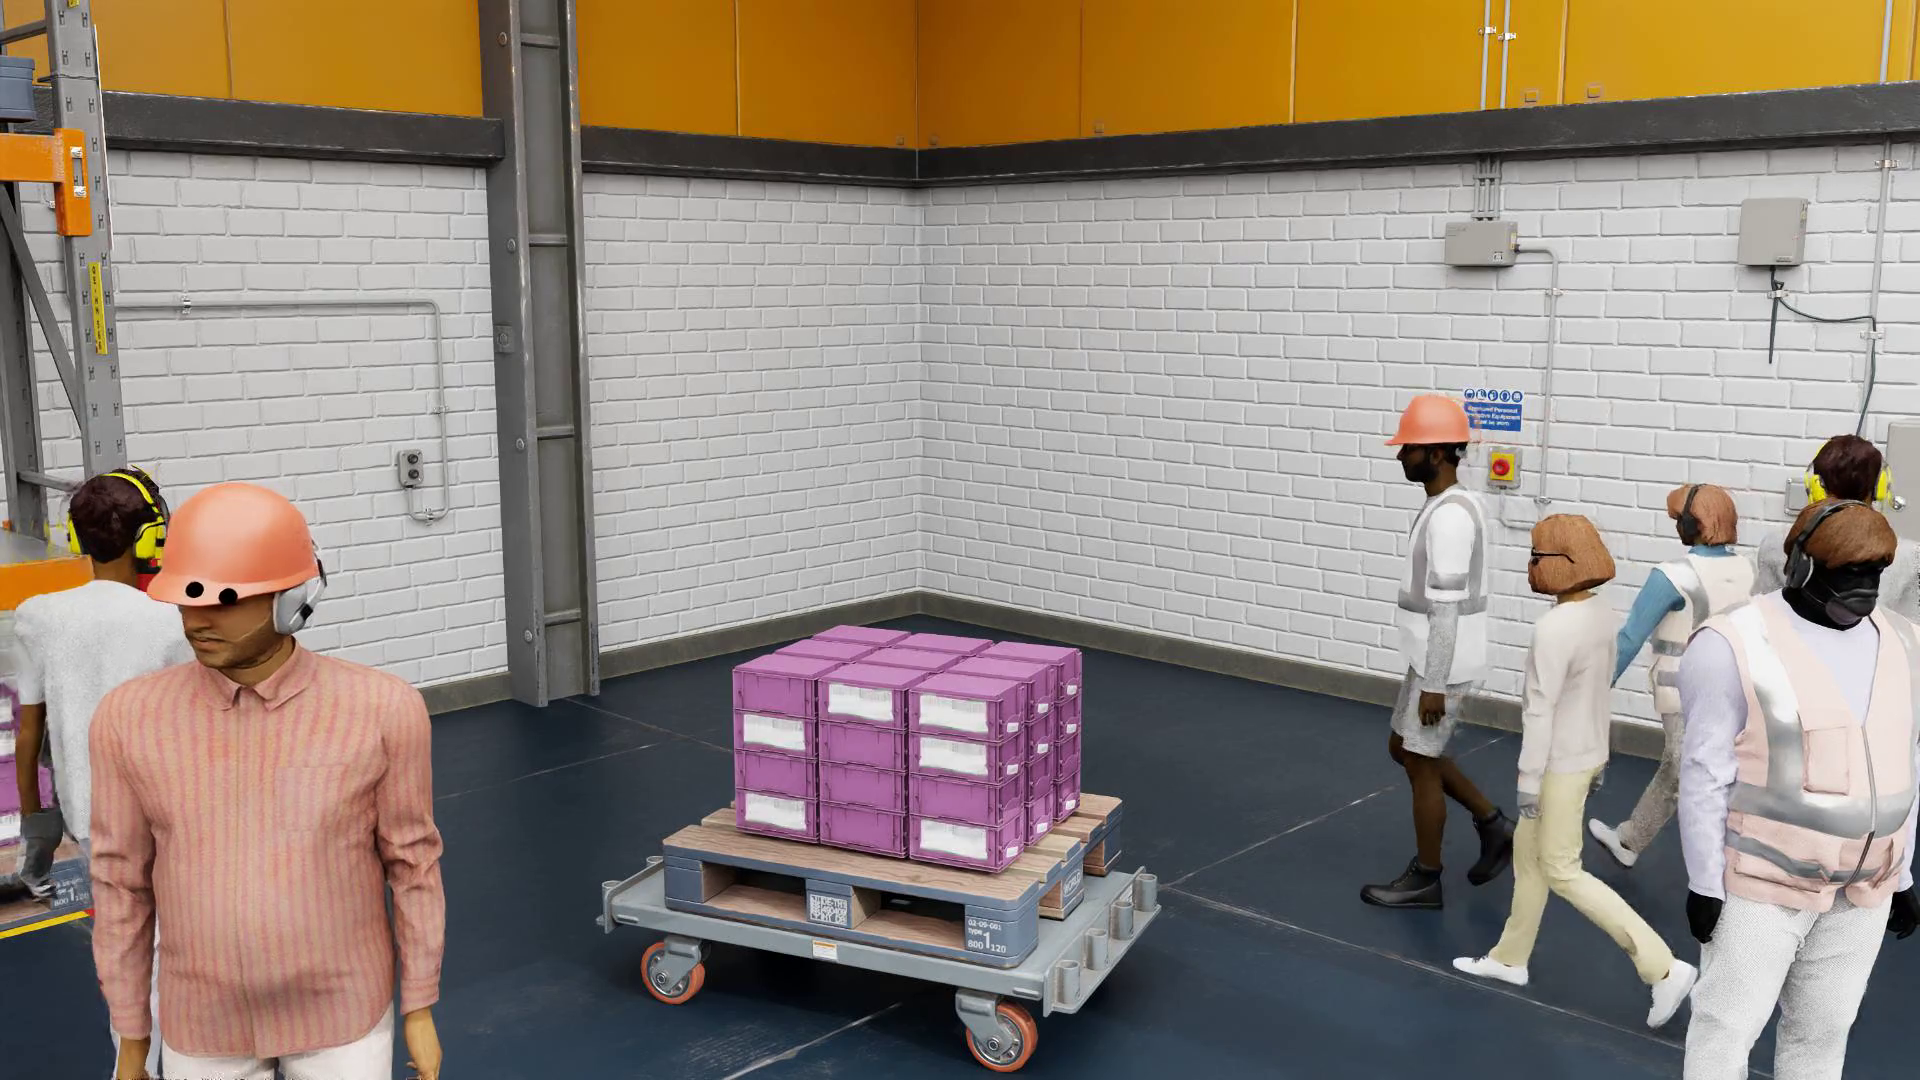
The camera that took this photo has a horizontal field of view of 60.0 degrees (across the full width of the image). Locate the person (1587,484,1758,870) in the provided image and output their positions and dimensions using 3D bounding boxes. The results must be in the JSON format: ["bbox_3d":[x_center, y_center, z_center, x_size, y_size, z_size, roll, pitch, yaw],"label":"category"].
[{"bbox_3d":[2.620,0.582,6.110,0.520,1.587,0.881,-5,11,-29],"label":"person"}]

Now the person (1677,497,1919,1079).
[{"bbox_3d":[2.020,0.809,3.980,0.621,1.838,0.429,-2,9,-10],"label":"person"}]

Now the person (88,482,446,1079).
[{"bbox_3d":[-1.271,0.876,3.094,0.613,1.991,0.392,-2,9,-11],"label":"person"}]

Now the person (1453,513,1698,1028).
[{"bbox_3d":[1.964,0.719,5.252,0.748,1.611,0.508,8,12,39],"label":"person"}]

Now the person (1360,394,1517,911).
[{"bbox_3d":[1.783,0.431,6.052,0.531,1.923,0.543,2,9,13],"label":"person"}]

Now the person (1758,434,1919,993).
[{"bbox_3d":[2.789,0.580,5.362,0.527,1.849,0.387,5,10,26],"label":"person"}]

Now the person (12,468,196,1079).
[{"bbox_3d":[-2.153,0.730,4.419,0.540,1.846,0.635,1,9,4],"label":"person"}]
